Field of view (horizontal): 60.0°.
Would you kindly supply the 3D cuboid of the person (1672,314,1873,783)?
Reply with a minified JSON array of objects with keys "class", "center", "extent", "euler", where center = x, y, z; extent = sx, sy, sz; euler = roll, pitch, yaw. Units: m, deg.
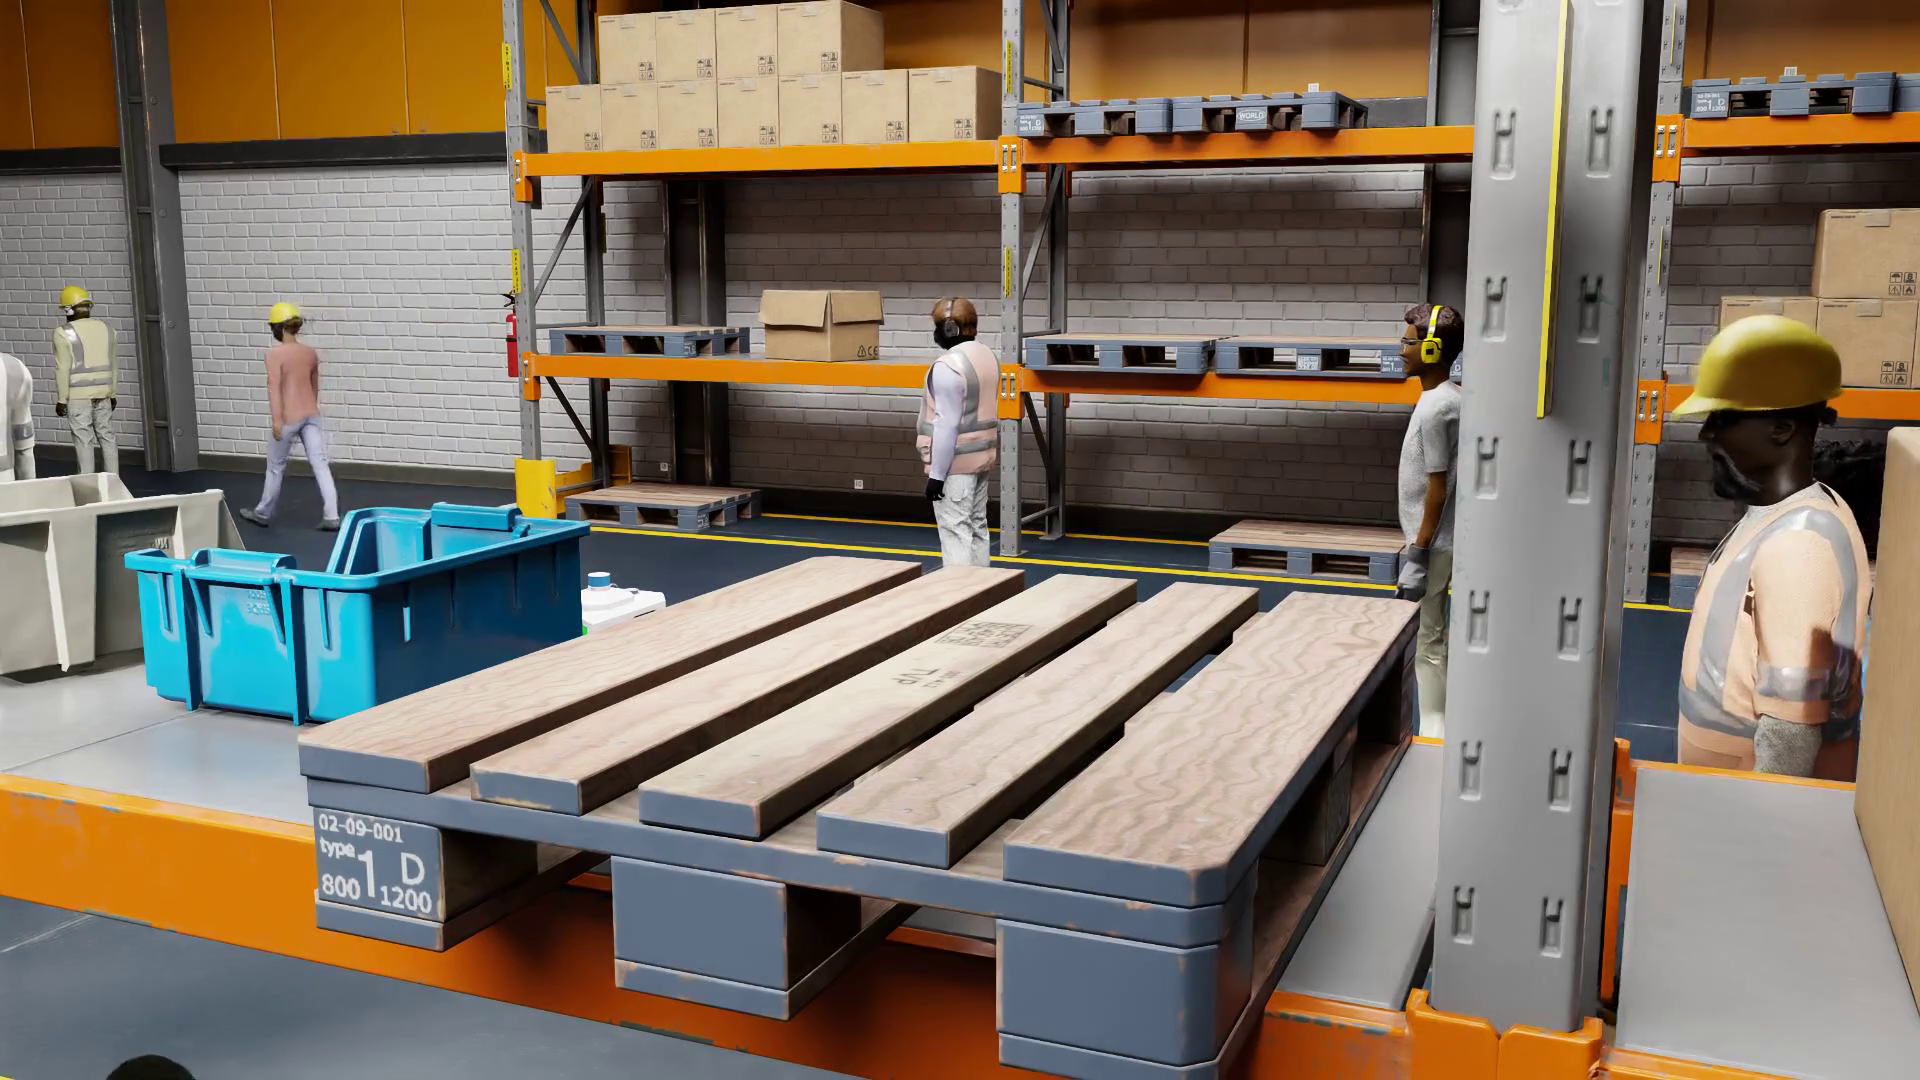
[{"class":"person","center":[1.541,0.529,3.258],"extent":[0.368,1.922,0.587],"euler":[4,10,22]}]

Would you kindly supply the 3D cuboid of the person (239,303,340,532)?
[{"class":"person","center":[-5.045,-0.917,12.523],"extent":[0.912,1.713,0.551],"euler":[4,10,25]}]

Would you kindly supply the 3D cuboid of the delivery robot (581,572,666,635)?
[{"class":"delivery robot","center":[-1.698,0.396,7.861],"extent":[0.477,0.478,0.707],"euler":[4,10,23]}]

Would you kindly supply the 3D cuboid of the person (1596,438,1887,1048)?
[{"class":"person","center":[1.840,0.580,3.791],"extent":[0.888,1.657,0.530],"euler":[3,10,20]}]

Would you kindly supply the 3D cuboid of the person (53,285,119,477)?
[{"class":"person","center":[-7.473,-1.252,14.217],"extent":[0.403,1.829,0.596],"euler":[4,10,23]}]

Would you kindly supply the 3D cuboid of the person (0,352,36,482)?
[{"class":"person","center":[-3.832,-0.050,6.368],"extent":[0.371,2.044,0.608],"euler":[4,10,22]}]

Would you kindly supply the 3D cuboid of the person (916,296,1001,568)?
[{"class":"person","center":[-0.022,-0.394,9.034],"extent":[0.429,1.843,0.627],"euler":[4,10,22]}]

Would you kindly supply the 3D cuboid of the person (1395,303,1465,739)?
[{"class":"person","center":[1.776,0.037,6.362],"extent":[0.328,1.872,0.509],"euler":[4,10,22]}]
